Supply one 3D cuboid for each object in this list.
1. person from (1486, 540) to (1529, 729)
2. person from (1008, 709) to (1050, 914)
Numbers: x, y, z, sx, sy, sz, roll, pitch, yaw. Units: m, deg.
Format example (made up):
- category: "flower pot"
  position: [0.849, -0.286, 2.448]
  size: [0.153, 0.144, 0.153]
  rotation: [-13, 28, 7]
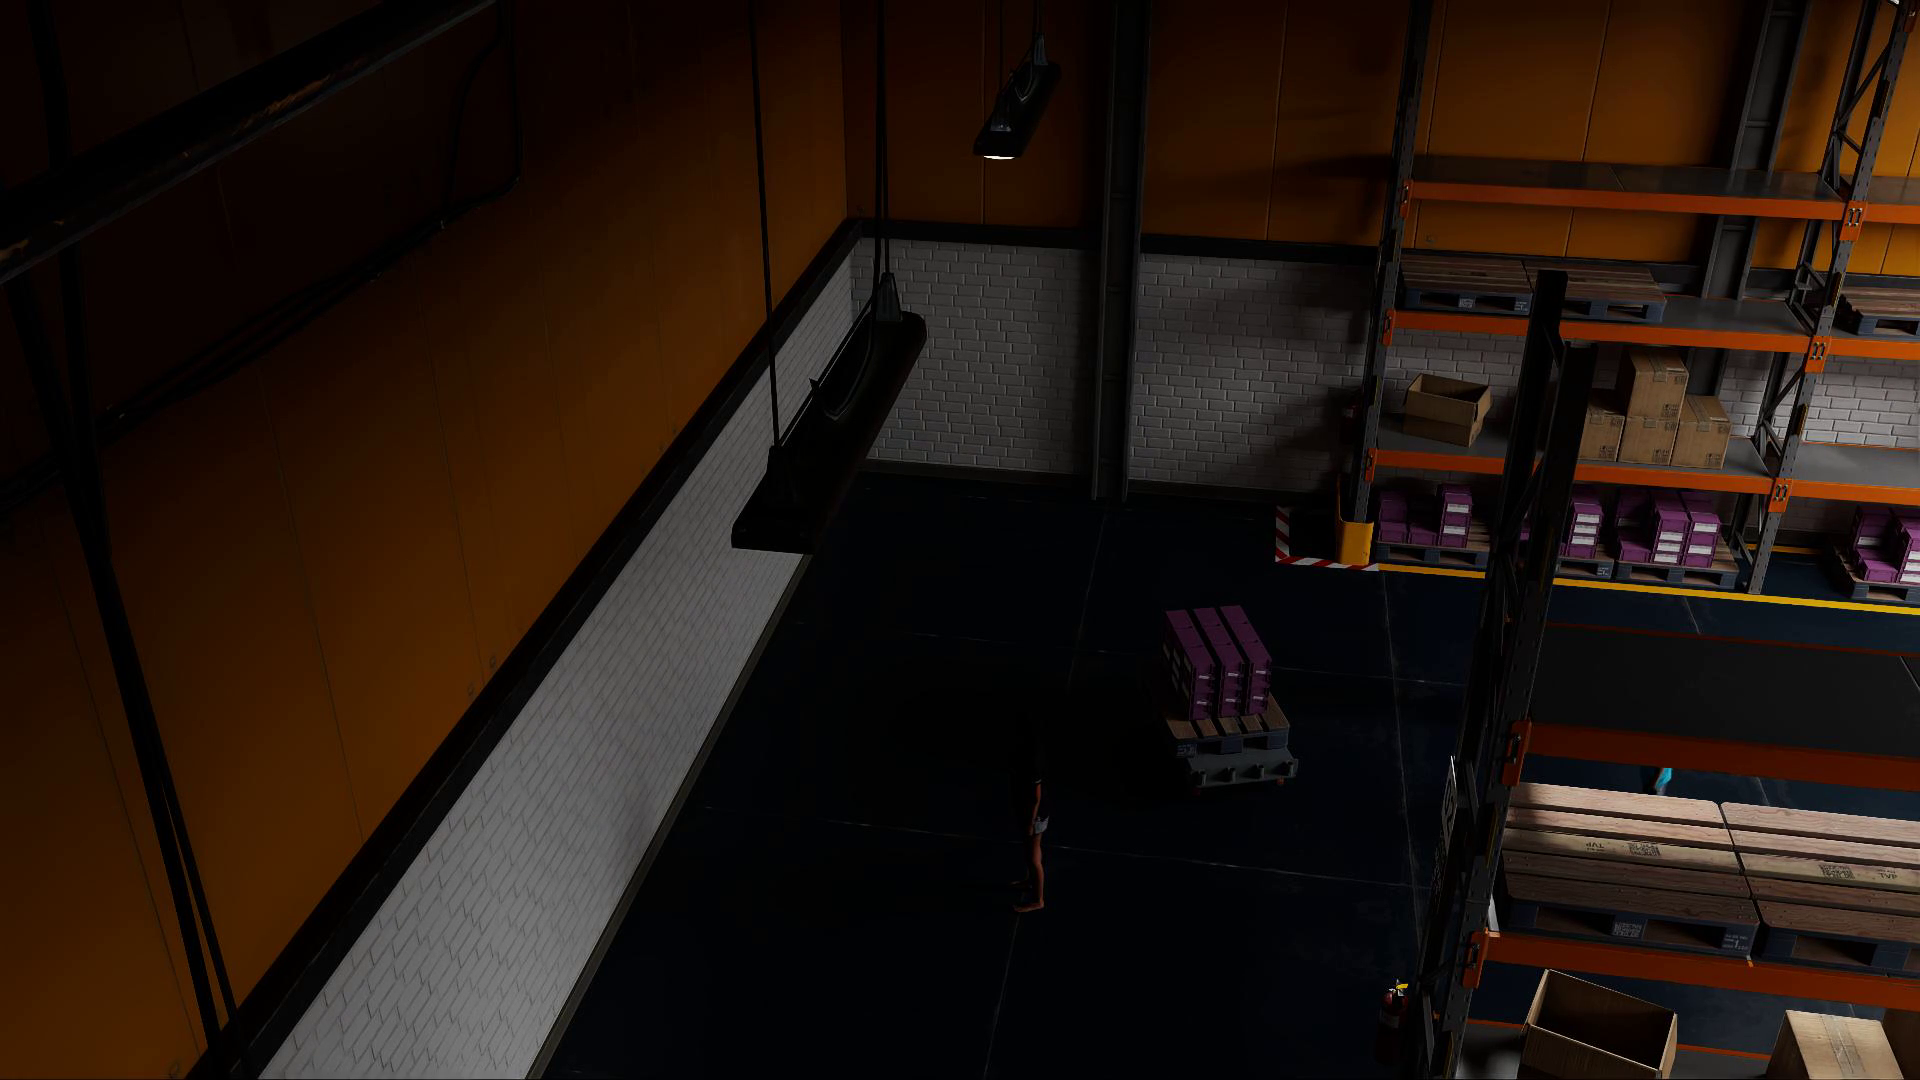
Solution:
- category: "person"
  position: [4.877, 0.821, 14.577]
  size: [0.563, 1.842, 0.623]
  rotation: [8, 30, 14]
- category: "person"
  position: [0.530, 2.018, 12.464]
  size: [0.590, 1.764, 0.627]
  rotation: [-1, 29, -2]
